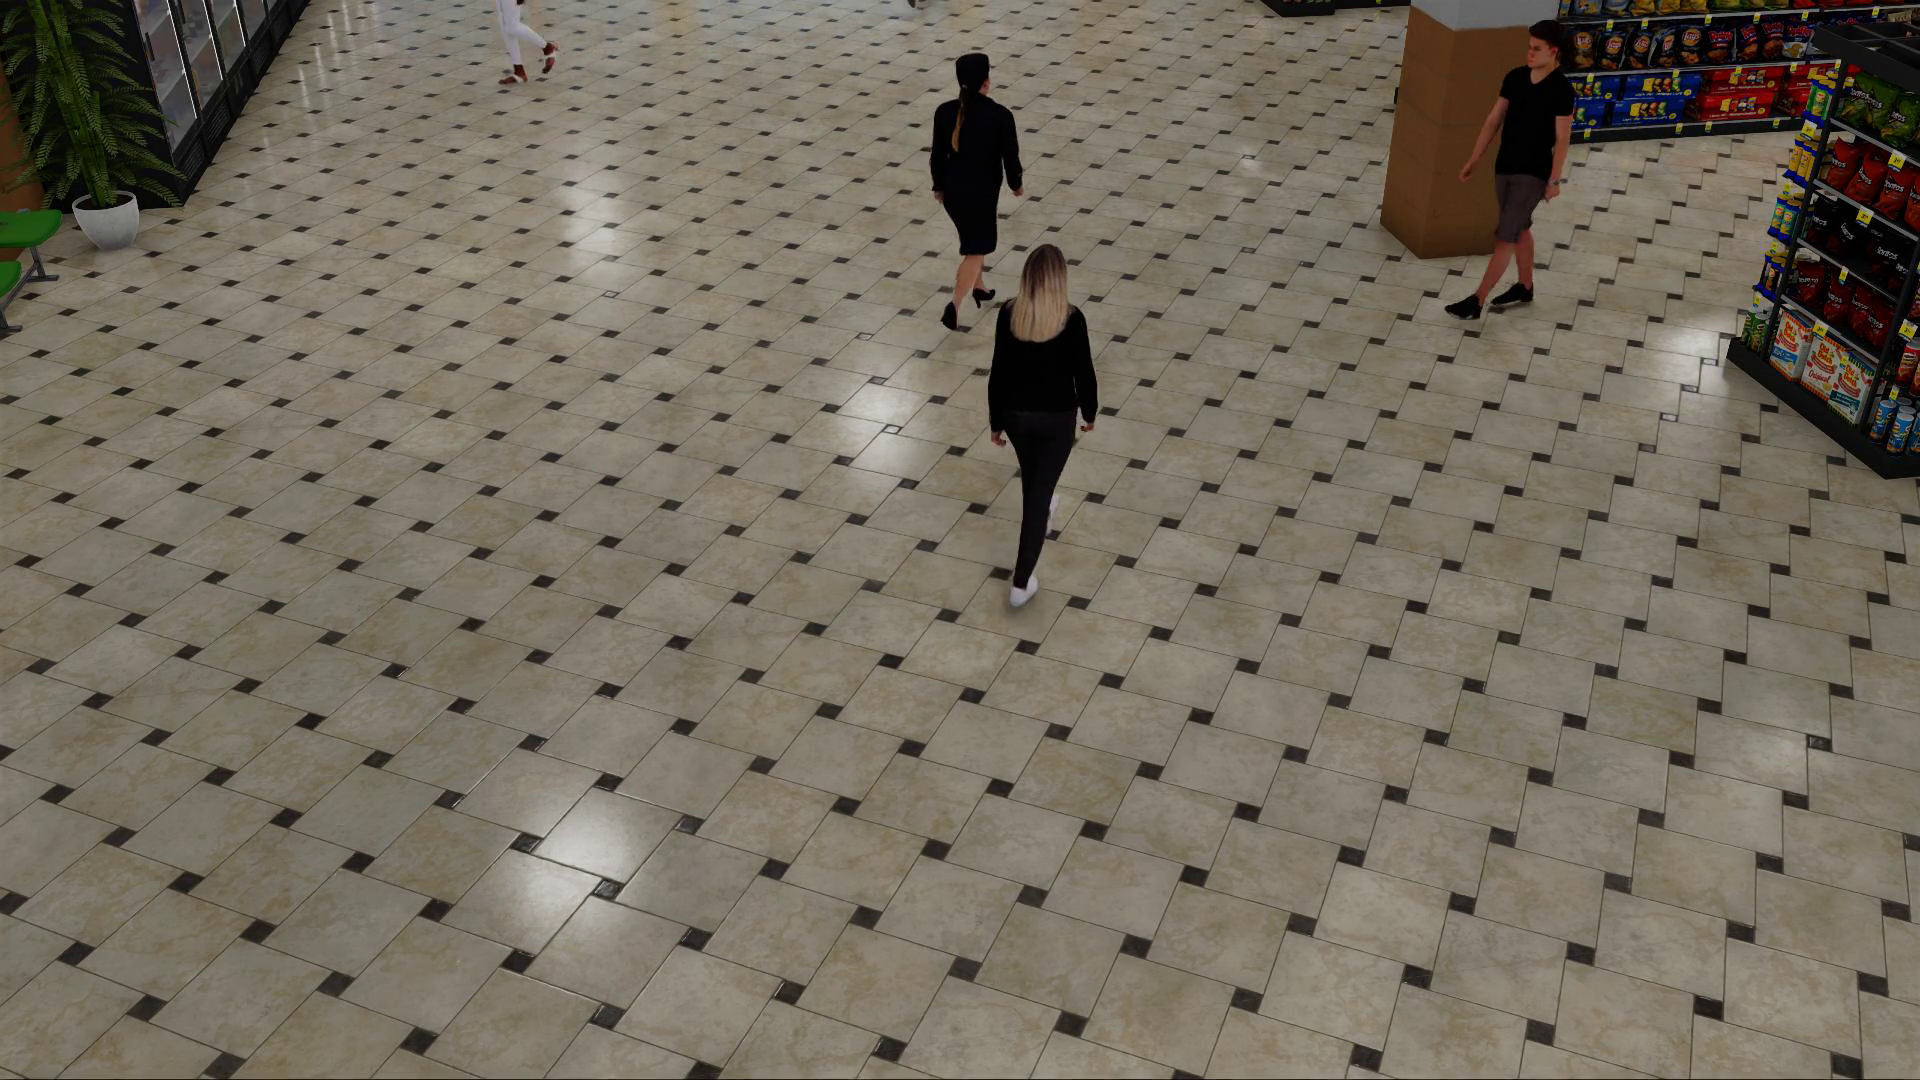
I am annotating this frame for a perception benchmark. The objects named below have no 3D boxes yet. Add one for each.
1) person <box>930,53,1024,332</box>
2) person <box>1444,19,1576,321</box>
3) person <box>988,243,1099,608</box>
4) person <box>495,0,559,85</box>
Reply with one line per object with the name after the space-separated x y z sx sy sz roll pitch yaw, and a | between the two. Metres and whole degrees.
0.052 -2.056 10.093 1.100 1.641 1.125 17 36 25 | person
3.548 -2.278 10.271 1.127 1.829 0.852 -14 35 -21 | person
0.333 -0.468 7.548 1.173 1.632 1.059 10 33 16 | person
-3.852 -4.839 14.499 0.912 1.711 0.803 -22 38 -31 | person
